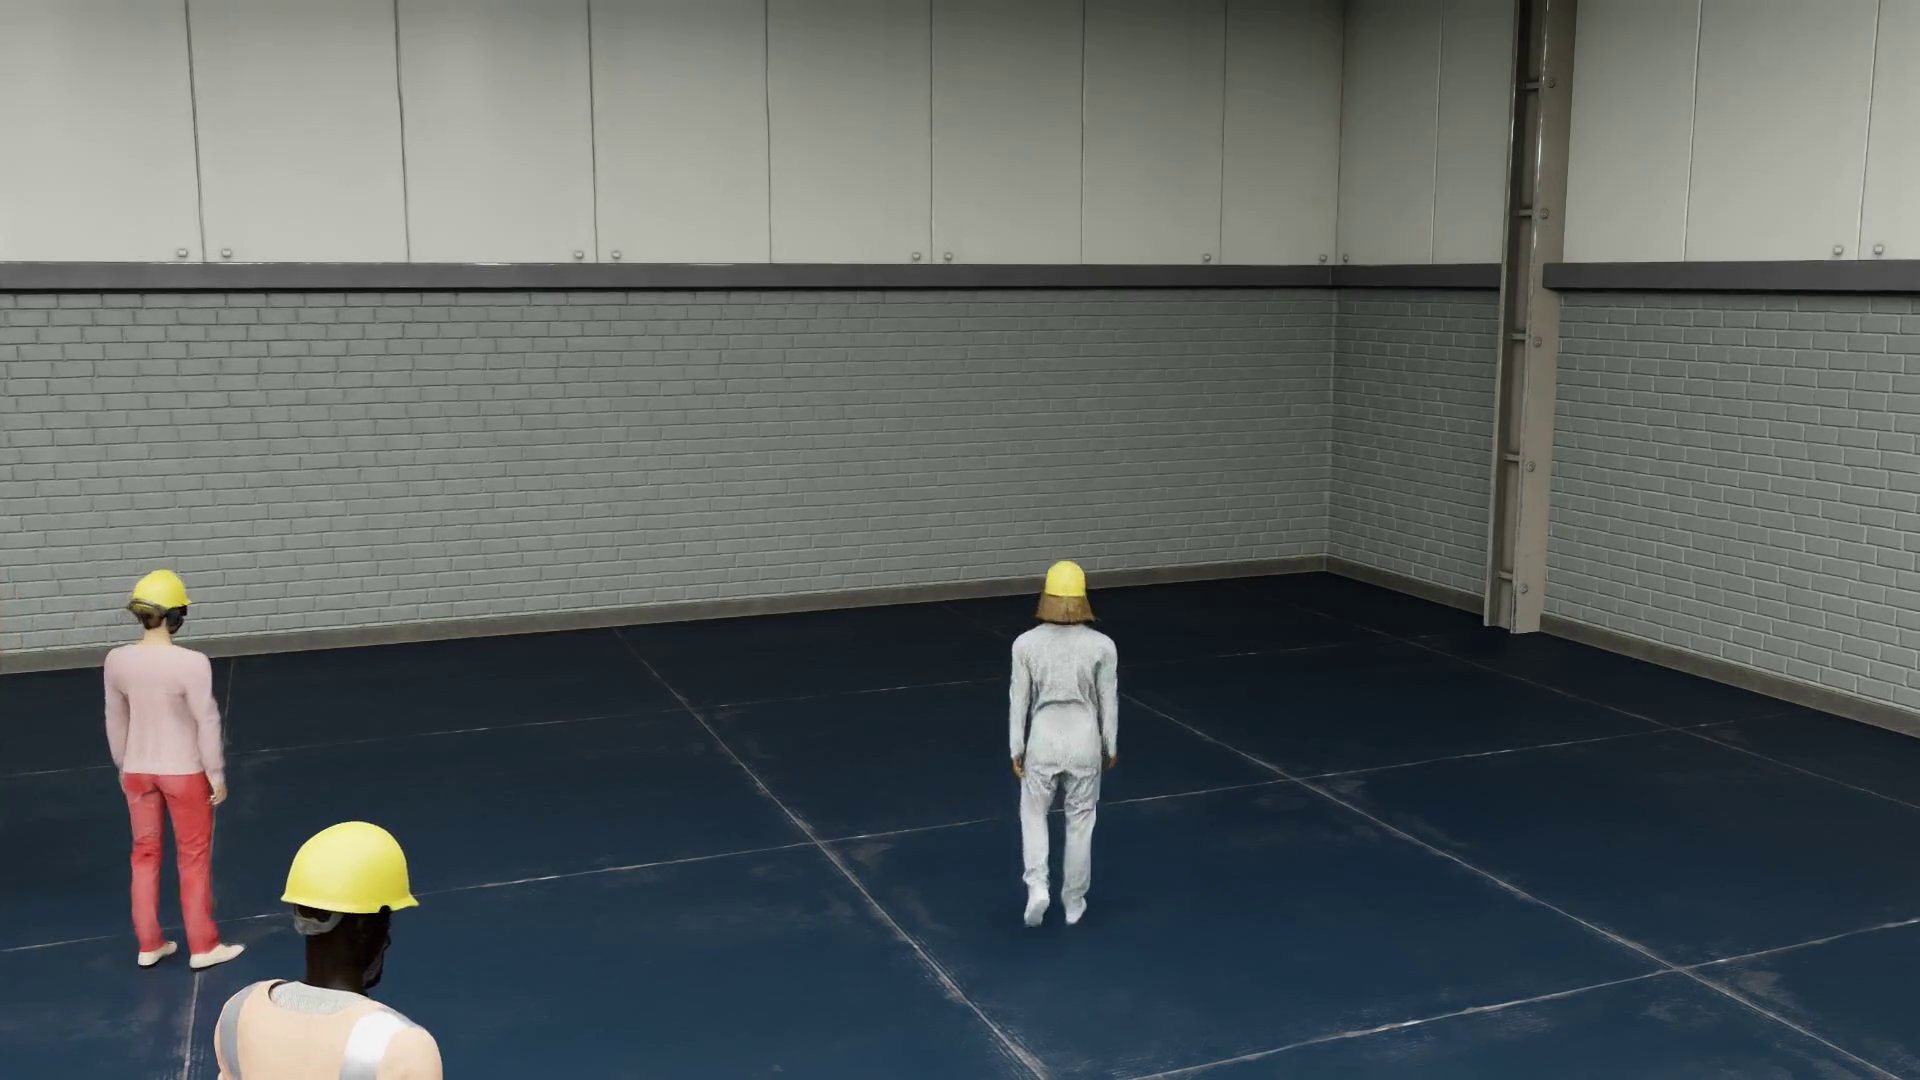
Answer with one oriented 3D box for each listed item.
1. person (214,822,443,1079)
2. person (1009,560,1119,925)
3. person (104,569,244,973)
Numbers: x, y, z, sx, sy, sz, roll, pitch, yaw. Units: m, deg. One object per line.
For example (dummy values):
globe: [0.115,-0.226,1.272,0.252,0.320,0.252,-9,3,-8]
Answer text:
person: [-1.255,1.532,3.485,0.584,1.918,0.376,4,10,24]
person: [0.479,0.956,7.676,0.503,1.732,0.524,1,9,7]
person: [-3.443,1.005,7.272,0.532,1.765,0.330,2,9,11]
